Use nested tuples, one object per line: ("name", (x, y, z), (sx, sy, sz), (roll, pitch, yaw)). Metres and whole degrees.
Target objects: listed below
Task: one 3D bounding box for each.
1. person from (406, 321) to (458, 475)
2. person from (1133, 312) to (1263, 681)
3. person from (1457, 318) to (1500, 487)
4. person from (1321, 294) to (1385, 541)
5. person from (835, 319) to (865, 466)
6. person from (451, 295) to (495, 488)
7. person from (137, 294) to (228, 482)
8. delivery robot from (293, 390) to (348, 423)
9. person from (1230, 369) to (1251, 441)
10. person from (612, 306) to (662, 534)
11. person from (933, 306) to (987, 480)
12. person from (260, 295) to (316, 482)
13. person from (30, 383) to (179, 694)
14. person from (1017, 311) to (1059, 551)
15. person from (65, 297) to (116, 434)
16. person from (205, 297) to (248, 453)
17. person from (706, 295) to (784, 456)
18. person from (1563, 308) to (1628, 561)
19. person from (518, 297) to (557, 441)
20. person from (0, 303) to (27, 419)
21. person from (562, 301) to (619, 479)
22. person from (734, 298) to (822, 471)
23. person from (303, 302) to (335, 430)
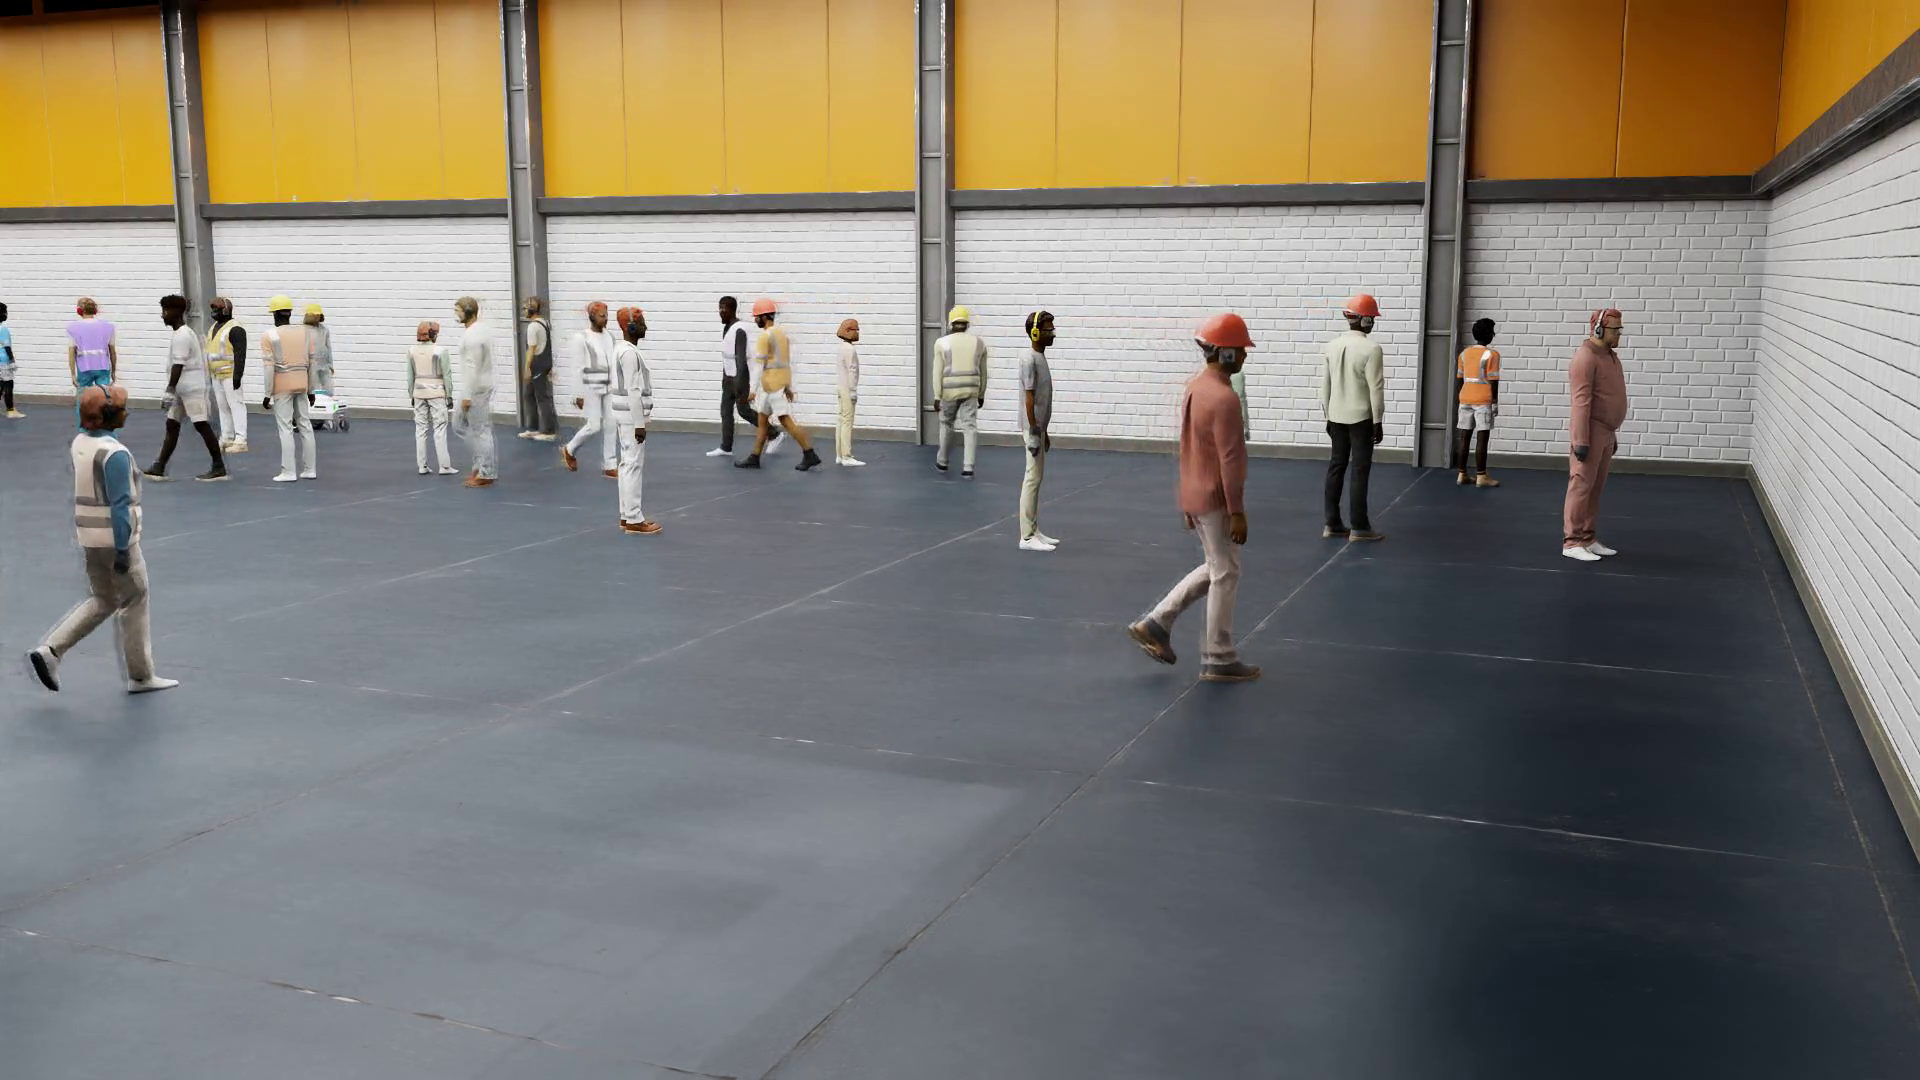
("person", (-5.615, -1.499, 17.649), (0.513, 1.638, 0.313), (2, 10, 15))
("person", (1.313, -0.215, 8.827), (0.576, 1.976, 0.623), (-1, 9, -8))
("person", (5.222, -1.381, 16.748), (0.322, 1.696, 0.536), (-5, 10, -26))
("person", (3.210, -0.993, 13.498), (0.396, 1.992, 0.622), (-6, 11, -32))
("person", (-1.242, -1.647, 18.552), (0.280, 1.632, 0.501), (-3, 10, -17))
("person", (-4.873, -1.463, 16.553), (0.473, 1.923, 0.659), (-3, 10, -16))
("person", (-8.015, -1.533, 16.962), (0.964, 1.916, 0.626), (-4, 10, -25))
("delivery robot", (-8.571, -1.766, 22.249), (0.707, 0.478, 0.477), (2, 10, 13))
("person", (2.402, -1.018, 14.790), (0.436, 1.616, 0.520), (-4, 10, -24))
("person", (-2.703, -0.988, 13.806), (0.355, 1.885, 0.575), (-3, 10, -19))
("person", (-0.027, -1.551, 17.489), (0.618, 1.789, 0.886), (-3, 10, -15))
("person", (-6.919, -1.556, 17.123), (0.386, 1.922, 0.594), (6, 11, 34))
("person", (-4.404, 0.018, 8.479), (0.515, 1.627, 0.593), (7, 12, 37))
("person", (0.619, -0.850, 13.040), (0.327, 1.862, 0.516), (2, 10, 10))
("person", (-10.692, -2.067, 20.489), (0.562, 1.825, 0.705), (-7, 12, -38))
("person", (-8.749, -1.960, 19.824), (0.627, 1.844, 0.429), (7, 12, 36))
("person", (-2.529, -1.914, 19.447), (0.841, 1.885, 0.596), (-4, 10, -22))
("person", (4.824, -0.793, 12.586), (0.401, 1.903, 0.646), (7, 12, 38))
("person", (-5.431, -2.154, 21.032), (0.676, 1.824, 0.555), (0, 9, 3))
("person", (-13.843, -2.584, 24.064), (0.570, 1.688, 0.384), (7, 11, 35))
("person", (-3.834, -1.561, 17.363), (0.666, 1.866, 0.583), (6, 11, 32))
("person", (-1.969, -1.675, 18.023), (1.011, 1.884, 0.569), (2, 10, 14))
("person", (-8.760, -2.363, 22.581), (0.483, 1.729, 0.502), (5, 11, 29))
